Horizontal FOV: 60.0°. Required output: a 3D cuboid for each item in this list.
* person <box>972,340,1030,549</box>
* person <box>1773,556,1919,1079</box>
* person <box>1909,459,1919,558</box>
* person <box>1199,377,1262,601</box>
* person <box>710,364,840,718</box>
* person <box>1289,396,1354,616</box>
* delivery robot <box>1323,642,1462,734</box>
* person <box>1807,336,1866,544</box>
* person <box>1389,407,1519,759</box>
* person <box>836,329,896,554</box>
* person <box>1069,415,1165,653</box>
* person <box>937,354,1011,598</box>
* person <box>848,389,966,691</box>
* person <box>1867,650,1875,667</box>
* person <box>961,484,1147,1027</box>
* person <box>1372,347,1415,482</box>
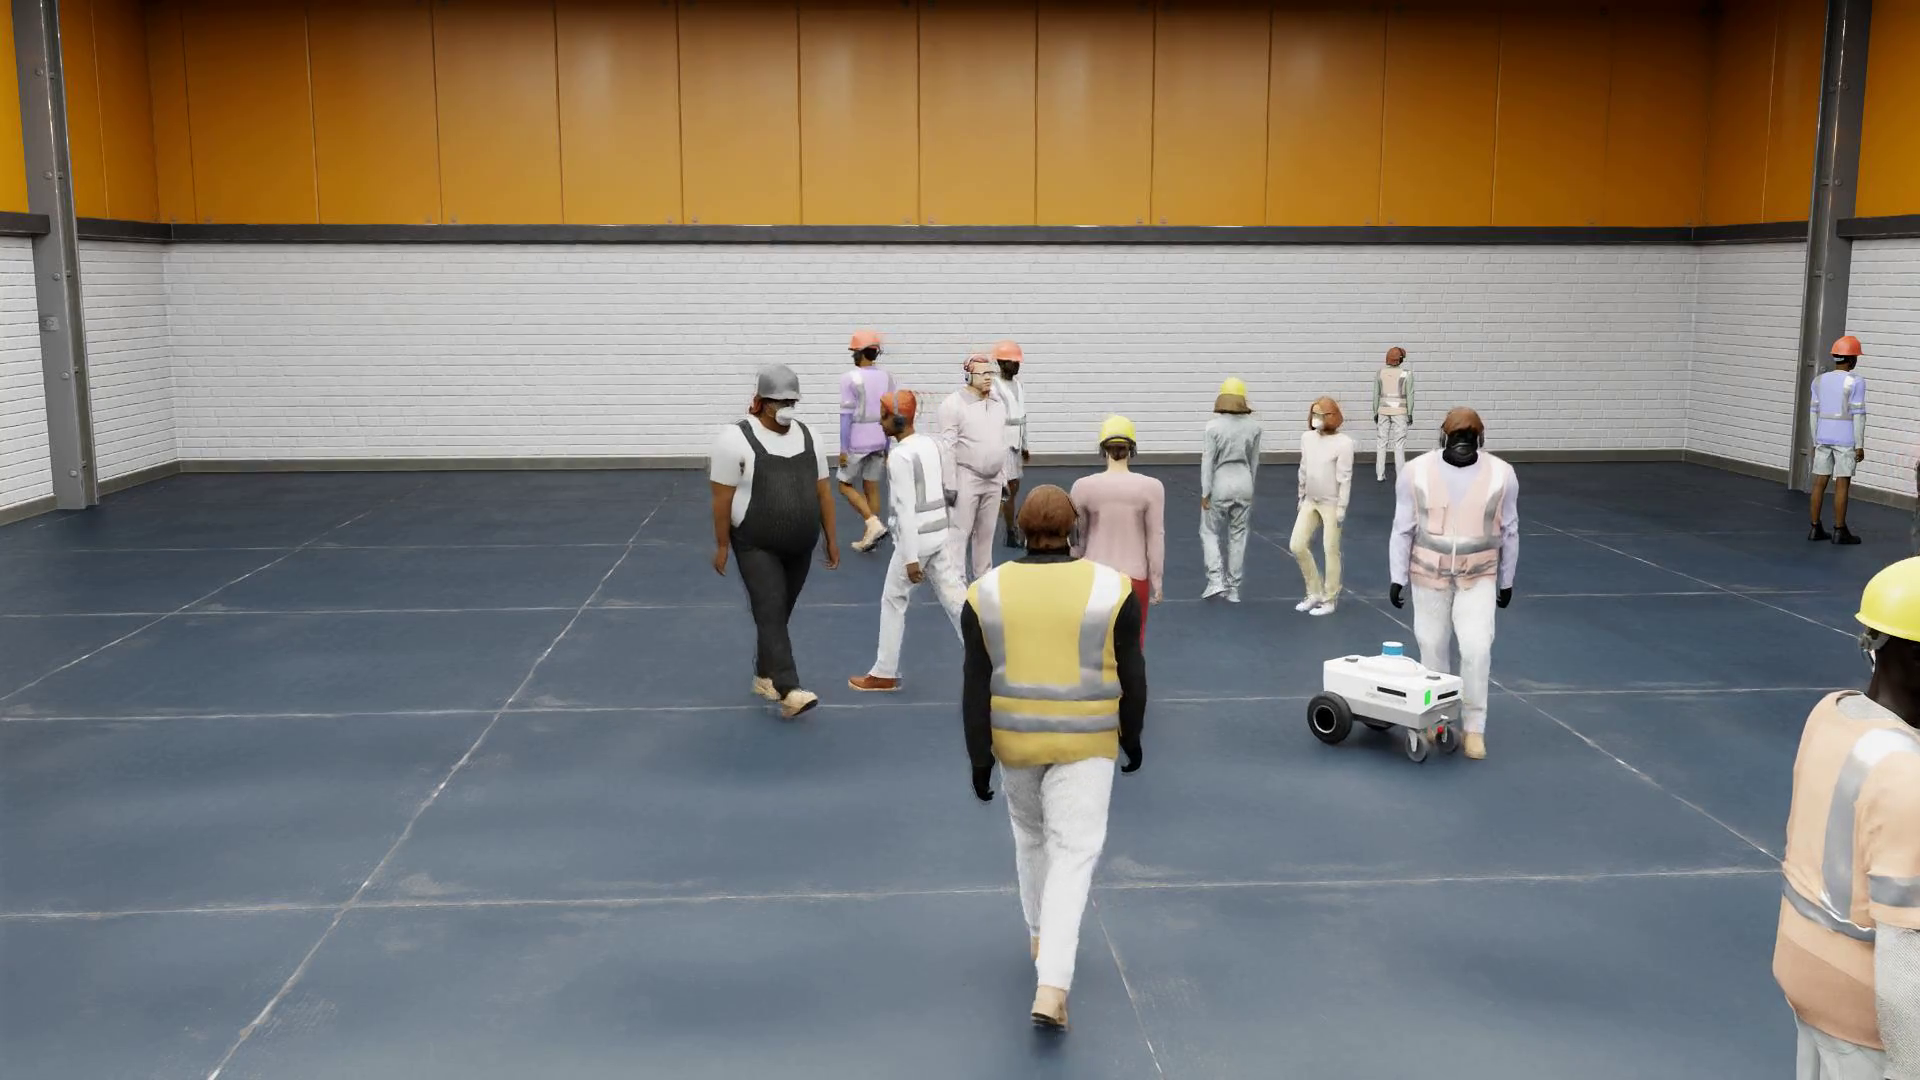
[{"bbox_3d":[0.357,-0.889,15.323,0.768,1.921,0.546,6,11,33],"label":"person"},{"bbox_3d":[1.966,0.980,3.571,0.385,1.922,0.594,2,9,11],"label":"person"},{"bbox_3d":[5.336,0.135,9.014,0.602,1.877,0.765,-1,9,-8],"label":"person"},{"bbox_3d":[2.055,-0.378,12.719,0.491,1.728,0.346,-2,9,-12],"label":"person"},{"bbox_3d":[-0.975,-0.018,9.474,0.702,2.000,0.996,-7,11,-37],"label":"person"},{"bbox_3d":[2.637,-0.241,12.171,0.395,1.616,0.523,-7,11,-36],"label":"person"},{"bbox_3d":[2.281,0.783,8.799,0.477,0.478,0.707,-8,12,-39],"label":"delivery robot"},{"bbox_3d":[8.199,-0.930,15.515,0.362,1.939,0.542,-4,10,-24],"label":"person"},{"bbox_3d":[2.569,0.221,8.682,0.645,1.817,0.705,3,9,17],"label":"person"},{"bbox_3d":[-0.826,-0.863,14.824,0.621,2.026,0.472,-9,13,-44],"label":"person"},{"bbox_3d":[0.858,0.183,9.158,0.541,1.752,0.593,2,9,10],"label":"person"},{"bbox_3d":[0.139,-0.439,12.529,0.639,1.911,0.406,-8,12,-42],"label":"person"},{"bbox_3d":[-0.185,0.027,9.862,0.909,1.845,0.618,4,10,24],"label":"person"},{"bbox_3d":[5.886,0.024,9.787,0.649,1.868,0.954,-4,10,-25],"label":"person"},{"bbox_3d":[0.313,0.707,5.717,0.615,1.805,0.960,3,9,16],"label":"person"},{"bbox_3d":[5.219,-1.503,20.048,0.515,1.641,0.314,7,12,39],"label":"person"}]
